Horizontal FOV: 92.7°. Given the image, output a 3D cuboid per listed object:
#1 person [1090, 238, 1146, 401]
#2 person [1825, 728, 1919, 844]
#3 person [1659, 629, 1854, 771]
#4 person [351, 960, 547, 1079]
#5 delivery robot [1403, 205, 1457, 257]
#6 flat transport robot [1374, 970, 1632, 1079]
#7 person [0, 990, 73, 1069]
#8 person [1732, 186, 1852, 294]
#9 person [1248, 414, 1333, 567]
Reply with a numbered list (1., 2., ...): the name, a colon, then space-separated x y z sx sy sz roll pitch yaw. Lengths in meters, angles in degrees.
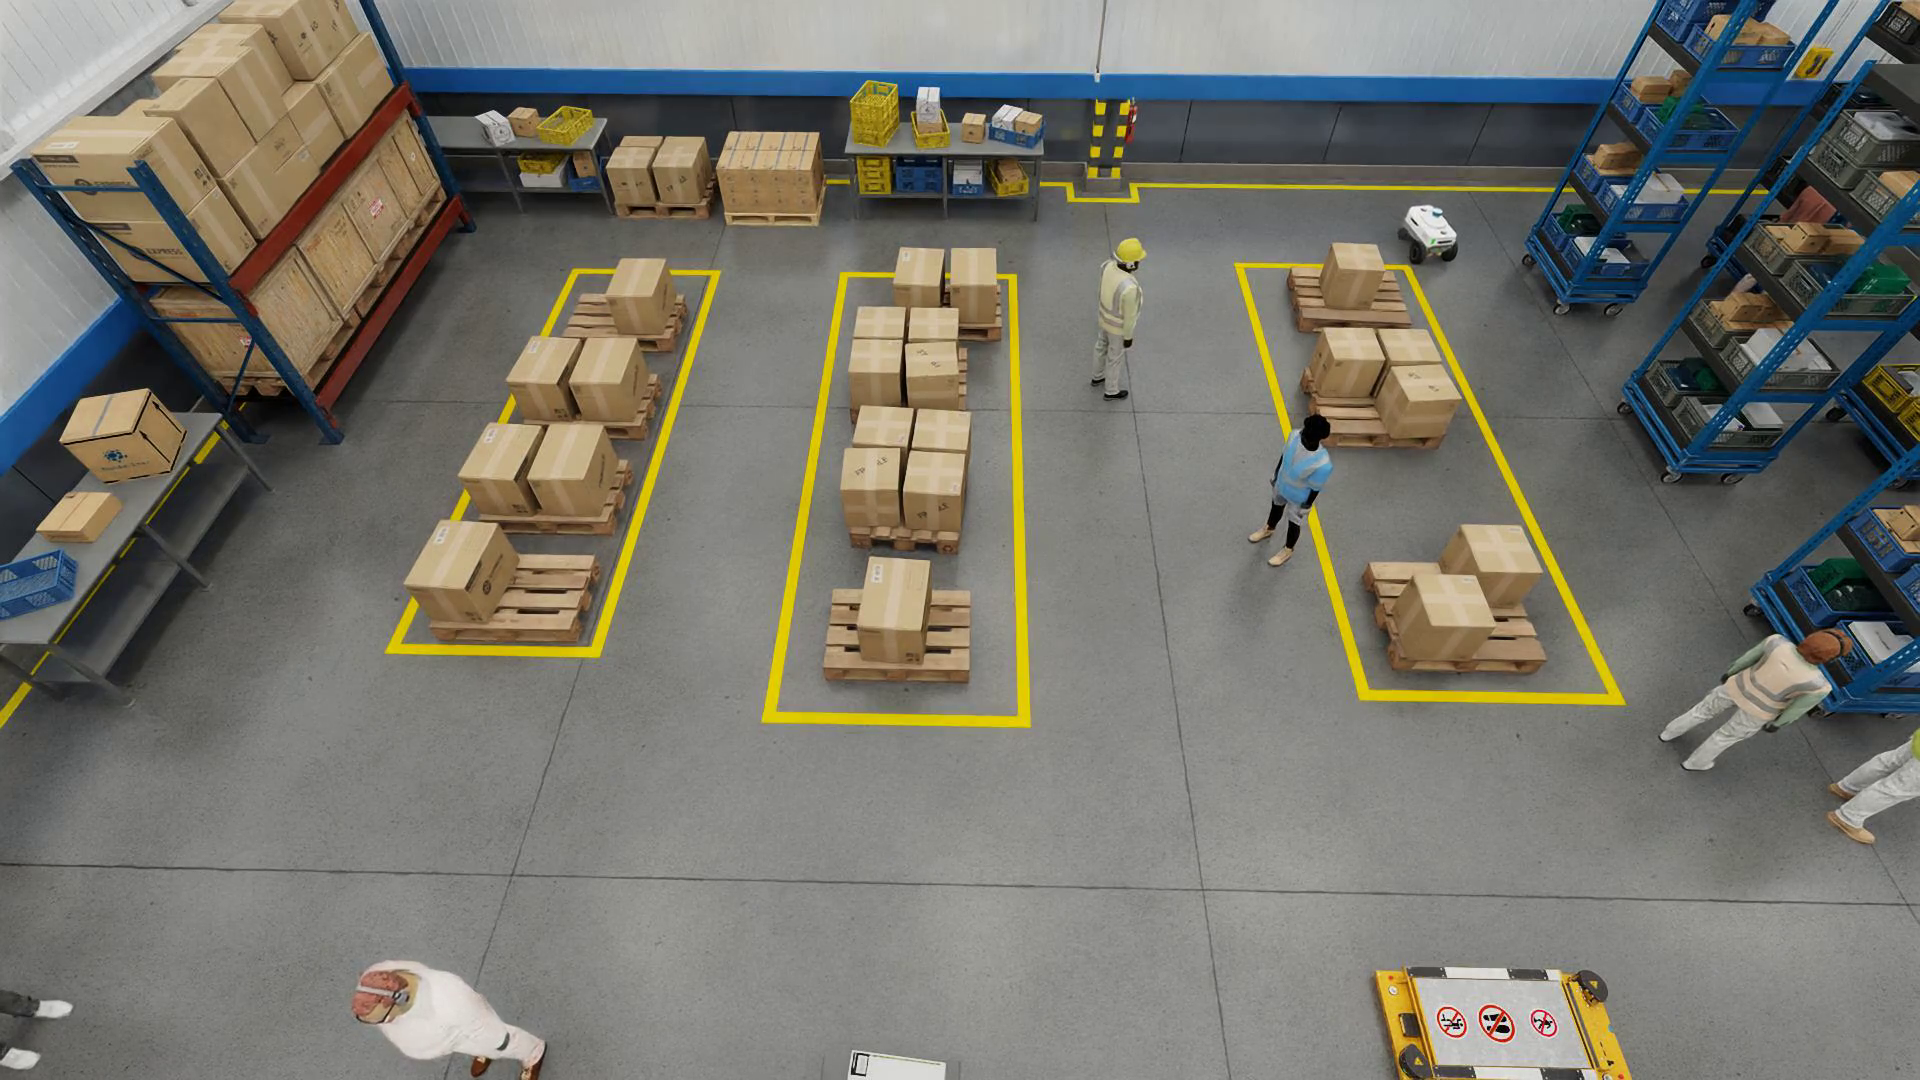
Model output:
1. person: 1.601 -2.226 9.281 0.404 1.835 0.586 -17 53 -13
2. person: 6.731 1.479 6.257 0.429 1.844 0.625 30 57 22
3. person: 5.747 1.158 6.653 0.317 1.632 0.518 -11 52 -9
4. person: -2.873 2.757 5.180 0.648 1.899 0.397 12 52 10
5. delivery robot: 5.845 -3.876 11.387 0.477 0.478 0.707 -7 51 -5
6. flat transport robot: 3.501 3.133 5.914 1.431 0.197 0.652 1 51 1
7. person: -6.092 2.669 5.248 0.401 1.906 0.598 4 51 3
8. person: 9.073 -3.158 9.949 0.403 1.982 0.627 -18 53 -14
9. person: 2.886 -0.441 7.919 0.322 1.691 0.534 -18 53 -14
